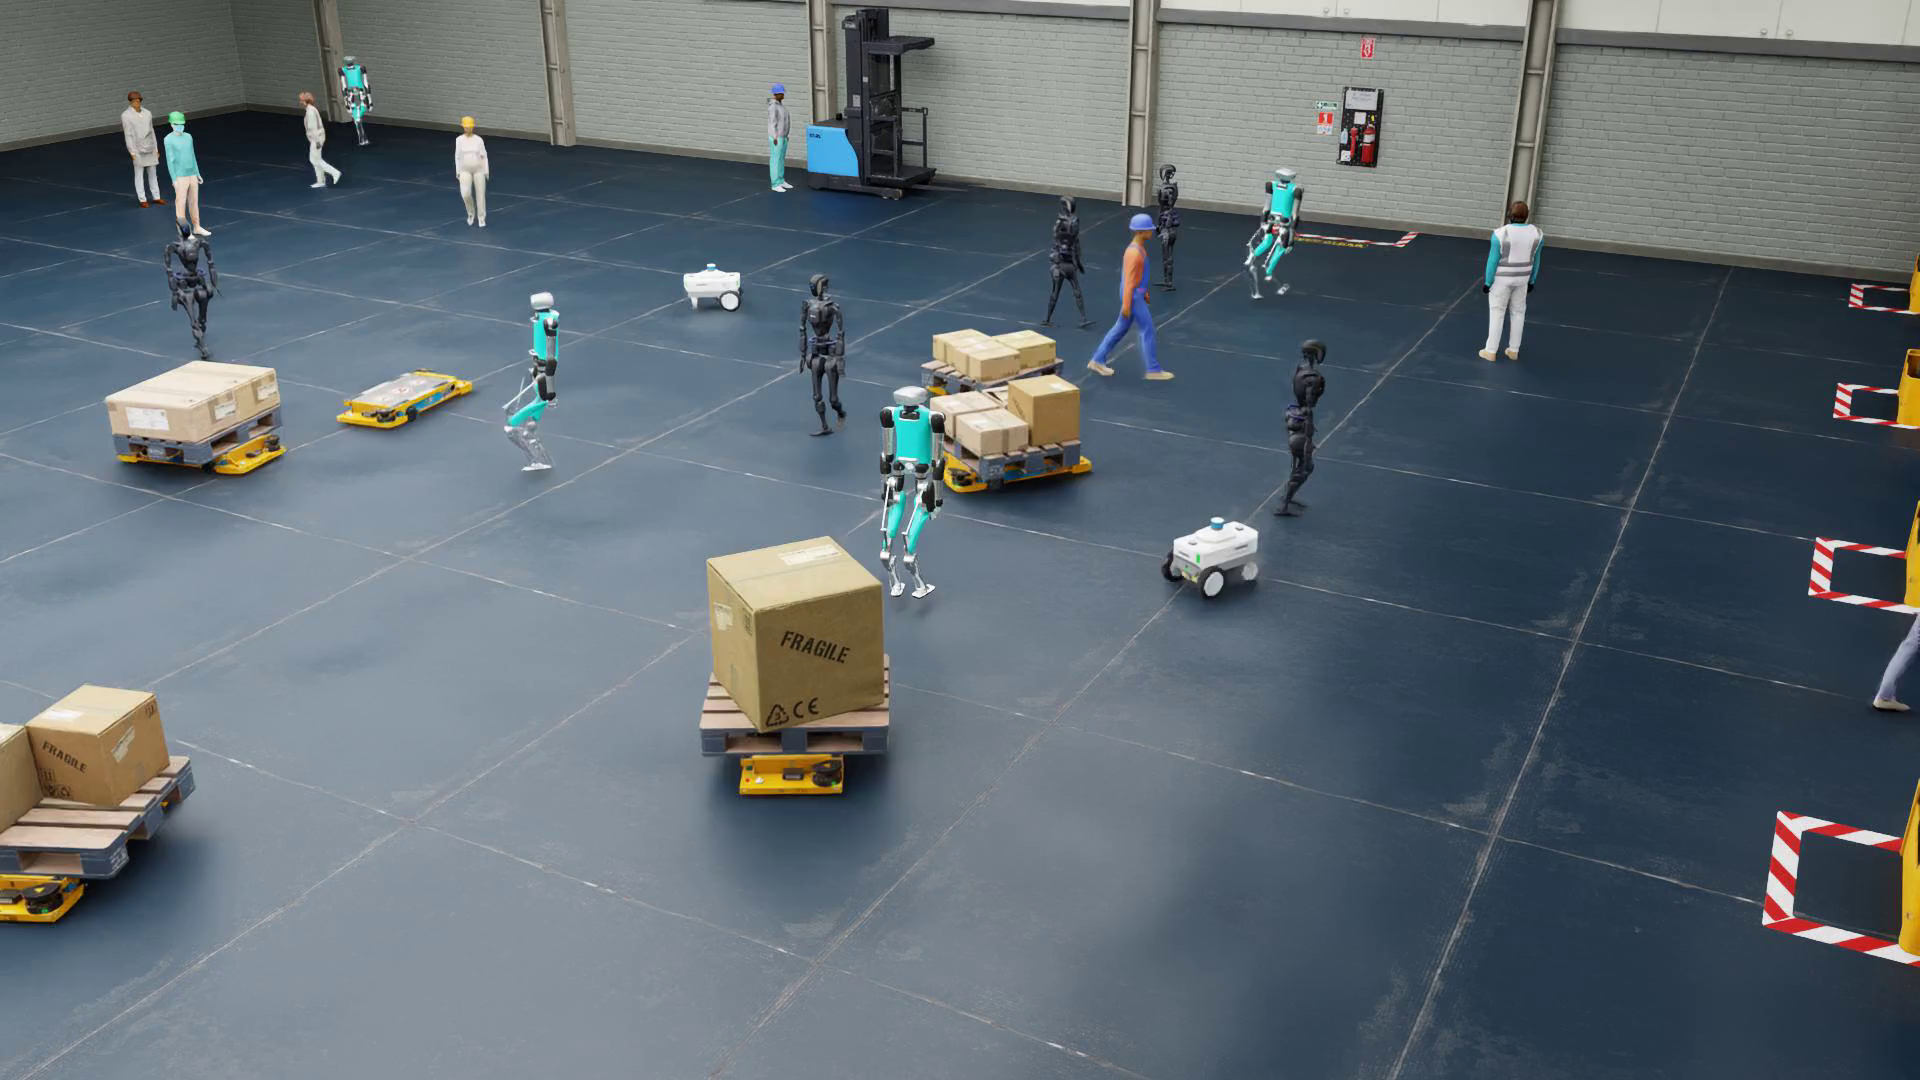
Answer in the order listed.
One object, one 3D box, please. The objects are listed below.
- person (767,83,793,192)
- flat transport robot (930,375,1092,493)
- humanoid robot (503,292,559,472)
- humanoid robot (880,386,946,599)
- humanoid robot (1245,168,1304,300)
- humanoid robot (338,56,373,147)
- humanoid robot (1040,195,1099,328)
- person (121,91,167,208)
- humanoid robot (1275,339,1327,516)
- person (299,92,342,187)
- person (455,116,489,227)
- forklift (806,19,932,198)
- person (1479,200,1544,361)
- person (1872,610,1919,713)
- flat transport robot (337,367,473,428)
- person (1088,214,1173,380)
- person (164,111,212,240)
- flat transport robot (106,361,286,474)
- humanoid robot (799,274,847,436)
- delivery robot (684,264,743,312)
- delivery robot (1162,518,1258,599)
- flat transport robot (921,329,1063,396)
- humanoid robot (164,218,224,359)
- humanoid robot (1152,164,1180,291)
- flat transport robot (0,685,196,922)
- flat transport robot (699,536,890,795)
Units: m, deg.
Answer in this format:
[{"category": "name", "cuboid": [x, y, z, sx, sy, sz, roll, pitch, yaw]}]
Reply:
[{"category": "person", "cuboid": [-3.056, -6.800, 28.085, 0.357, 1.778, 0.533, 6, 24, 14]}, {"category": "flat transport robot", "cuboid": [0.456, -0.752, 15.915, 1.431, 0.231, 0.659, -11, 26, -24]}, {"category": "humanoid robot", "cuboid": [-4.071, -1.381, 15.598, 0.746, 1.834, 0.539, -10, 25, -23]}, {"category": "humanoid robot", "cuboid": [-0.440, -0.314, 12.867, 0.533, 1.676, 0.735, 8, 24, 18]}, {"category": "humanoid robot", "cuboid": [3.970, -3.832, 21.260, 0.562, 1.740, 1.044, 18, 29, 36]}, {"category": "humanoid robot", "cuboid": [-11.480, -8.230, 31.533, 0.579, 1.760, 1.062, -1, 23, -3]}, {"category": "humanoid robot", "cuboid": [1.339, -3.371, 20.253, 0.718, 1.631, 0.593, 15, 27, 31]}, {"category": "person", "cuboid": [-13.212, -6.317, 26.898, 0.368, 1.828, 0.501, 17, 28, 34]}, {"category": "humanoid robot", "cuboid": [3.005, -0.984, 14.670, 0.370, 1.643, 0.584, 2, 23, 4]}, {"category": "person", "cuboid": [-10.891, -6.794, 28.261, 0.446, 1.622, 0.539, -7, 24, -16]}, {"category": "person", "cuboid": [-7.468, -5.631, 25.466, 0.507, 1.681, 0.393, -5, 24, -11]}, {"category": "forklift", "cuboid": [-1.573, -7.292, 27.850, 1.873, 2.768, 1.129, 12, 26, 25]}, {"category": "person", "cuboid": [6.305, -2.972, 19.089, 0.634, 1.841, 0.429, -3, 23, -8]}, {"category": "person", "cuboid": [6.789, 0.463, 11.242, 0.871, 1.698, 0.544, 3, 23, 7]}, {"category": "flat transport robot", "cuboid": [-5.889, -1.510, 17.679, 0.659, 0.231, 1.431, 8, 25, 19]}, {"category": "person", "cuboid": [1.893, -2.672, 18.429, 0.950, 1.821, 0.524, 2, 23, 4]}, {"category": "person", "cuboid": [-11.553, -5.443, 24.805, 0.364, 1.871, 0.518, 11, 25, 23]}, {"category": "flat transport robot", "cuboid": [-7.401, -0.895, 16.247, 1.431, 0.231, 0.659, 7, 24, 15]}, {"category": "humanoid robot", "cuboid": [-1.342, -1.865, 16.754, 0.597, 1.642, 0.497, 14, 27, 30]}, {"category": "delivery robot", "cuboid": [-3.139, -3.229, 21.335, 0.779, 0.608, 0.506, -2, 23, -4]}, {"category": "delivery robot", "cuboid": [2.056, 0.126, 13.529, 0.800, 0.611, 0.499, -16, 28, -32]}, {"category": "flat transport robot", "cuboid": [0.364, -1.609, 17.909, 1.431, 0.231, 0.659, 21, 31, 40]}, {"category": "humanoid robot", "cuboid": [-8.854, -2.924, 19.243, 0.774, 1.623, 0.588, 20, 30, 39]}, {"category": "humanoid robot", "cuboid": [2.729, -4.136, 21.992, 0.315, 1.656, 0.599, -2, 23, -4]}, {"category": "flat transport robot", "cuboid": [-5.371, 1.796, 9.982, 0.659, 0.231, 1.431, 1, 23, 3]}, {"category": "flat transport robot", "cuboid": [-1.075, 1.273, 11.200, 0.659, 0.231, 1.431, -1, 23, -1]}]
